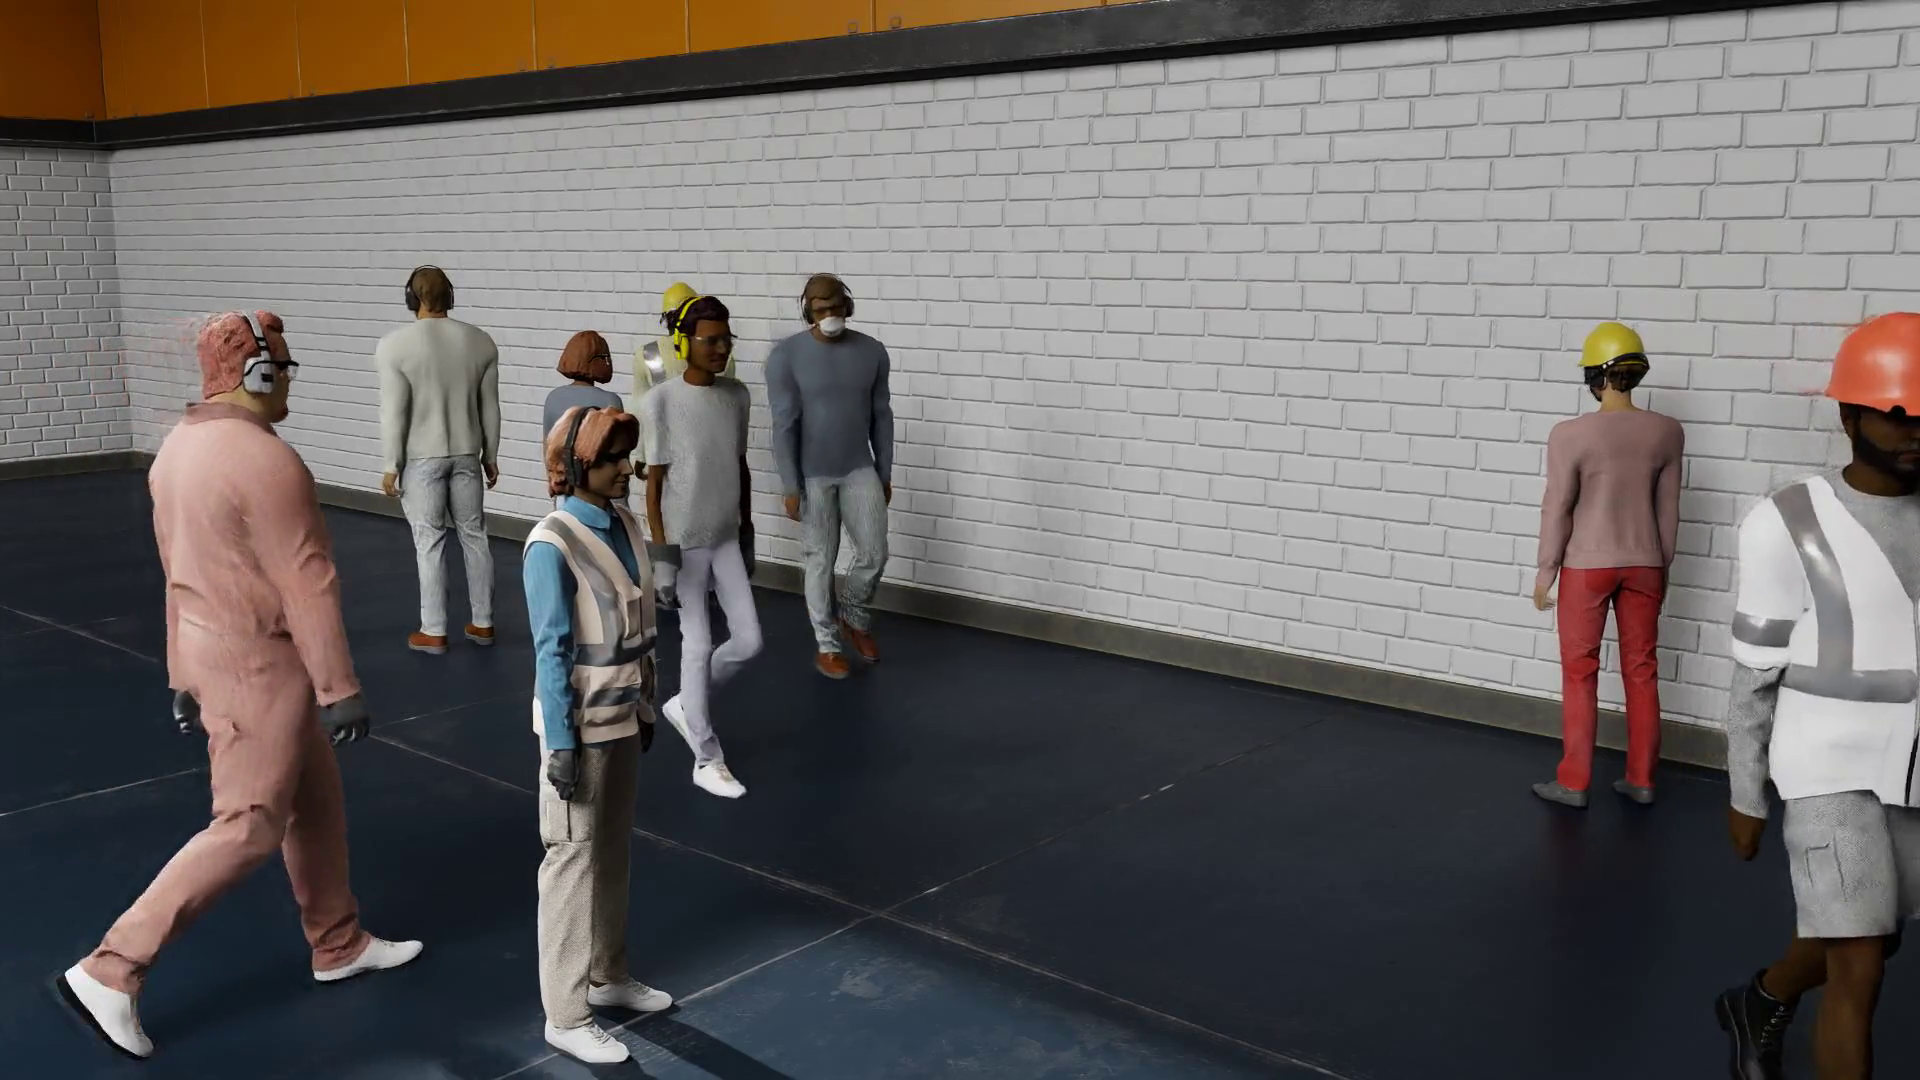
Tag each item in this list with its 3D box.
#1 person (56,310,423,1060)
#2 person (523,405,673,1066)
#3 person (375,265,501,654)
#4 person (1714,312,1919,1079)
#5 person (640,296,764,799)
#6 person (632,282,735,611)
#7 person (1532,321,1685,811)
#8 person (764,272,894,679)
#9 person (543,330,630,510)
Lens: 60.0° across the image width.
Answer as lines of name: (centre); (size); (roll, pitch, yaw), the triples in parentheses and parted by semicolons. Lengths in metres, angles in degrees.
person: (-1.887, 0.350, 4.282); (0.893, 1.872, 0.647); (-8, 13, -39)
person: (-0.920, 0.477, 4.208); (0.309, 1.639, 0.523); (2, 10, 11)
person: (-2.601, -0.400, 8.351); (0.635, 1.936, 0.355); (-9, 13, -42)
person: (1.888, 0.467, 3.536); (0.560, 1.907, 0.910); (-1, 10, -5)
person: (-0.971, 0.022, 6.207); (0.466, 1.854, 0.537); (10, 14, 44)
person: (-1.544, -0.520, 9.331); (0.600, 1.831, 0.404); (-4, 11, -22)
person: (2.334, 0.097, 6.024); (0.530, 1.763, 0.337); (-1, 10, -8)
person: (-0.584, -0.283, 7.775); (0.642, 1.913, 0.455); (-5, 11, -25)
person: (-1.782, -0.186, 7.996); (0.501, 1.632, 0.280); (6, 12, 32)
